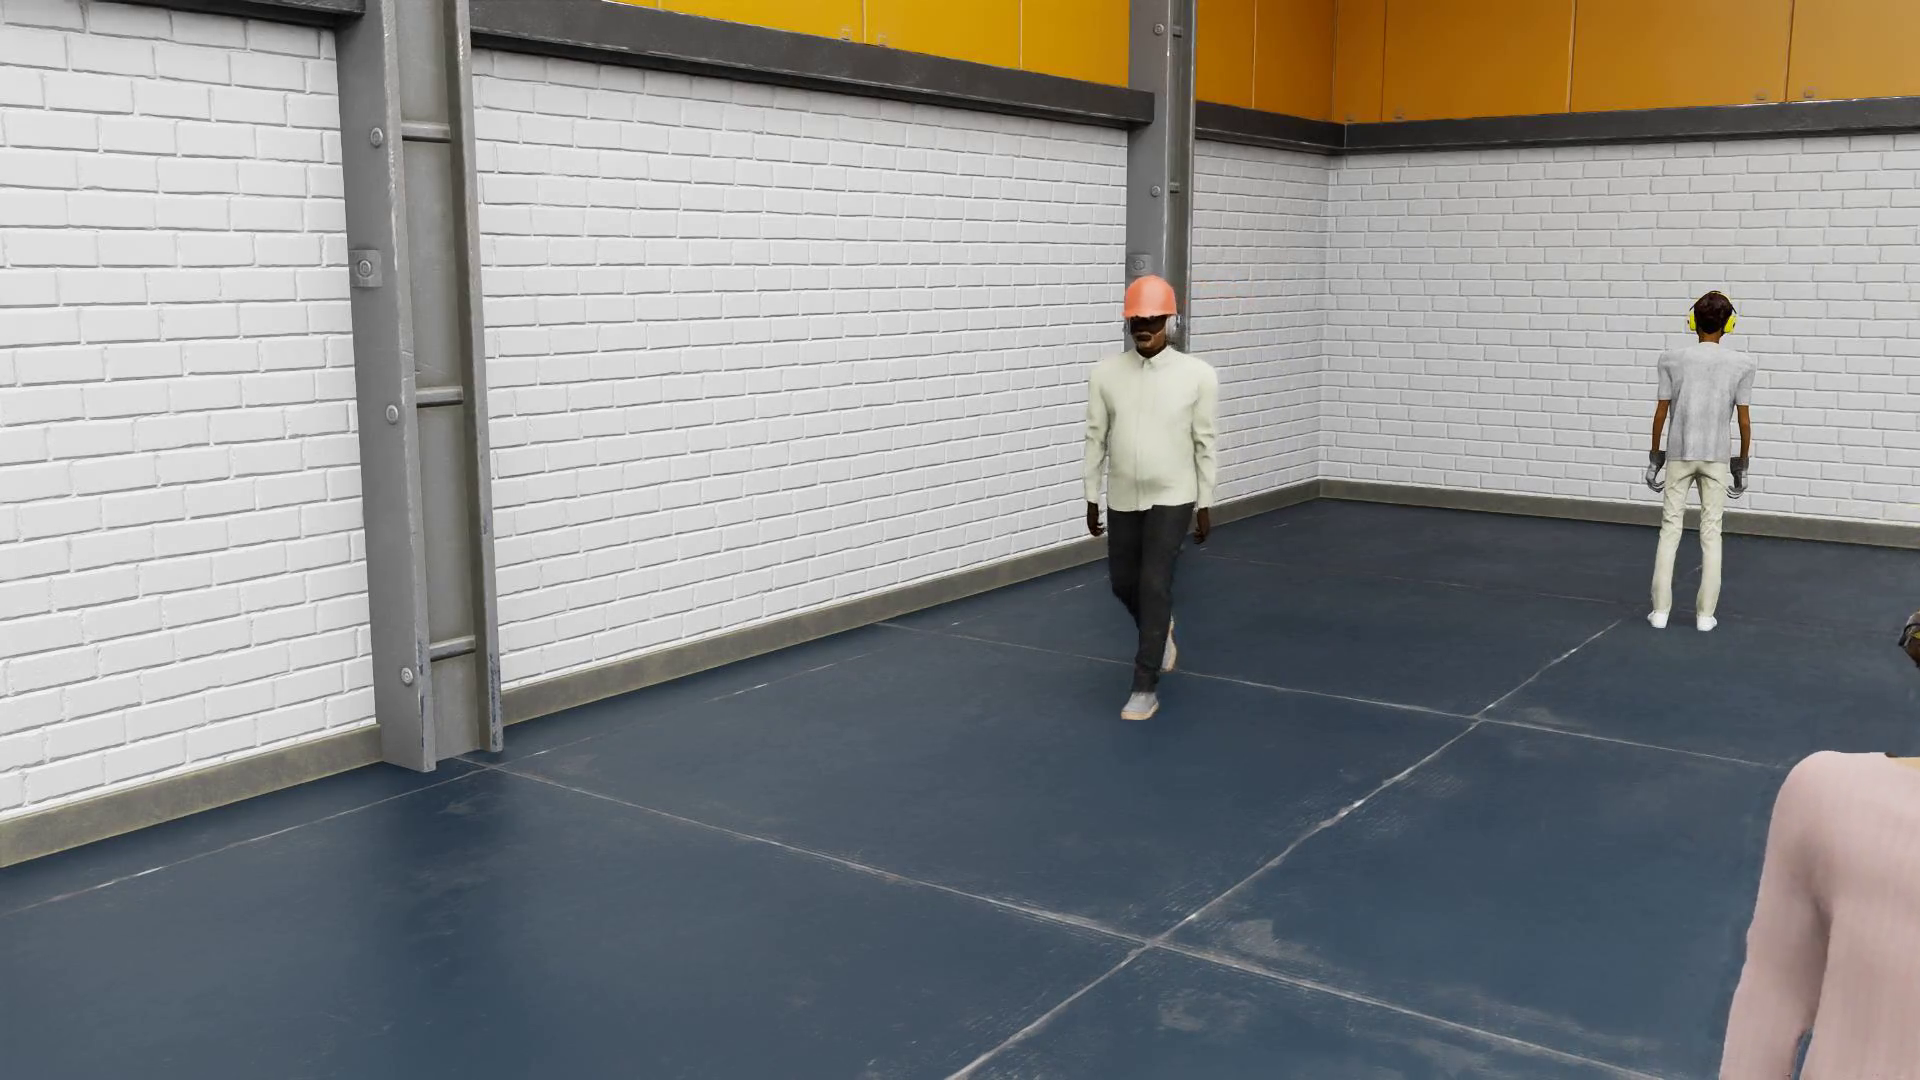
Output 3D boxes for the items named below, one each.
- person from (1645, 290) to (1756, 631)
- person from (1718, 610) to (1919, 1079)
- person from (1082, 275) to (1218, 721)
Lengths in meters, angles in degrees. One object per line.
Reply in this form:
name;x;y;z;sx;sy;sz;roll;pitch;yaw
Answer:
person;4.041;-0.425;9.116;0.518;1.866;0.340;4;10;21
person;1.259;0.823;2.062;0.920;1.715;0.546;-3;10;-18
person;0.880;-0.218;7.584;0.614;1.970;0.815;4;10;22
